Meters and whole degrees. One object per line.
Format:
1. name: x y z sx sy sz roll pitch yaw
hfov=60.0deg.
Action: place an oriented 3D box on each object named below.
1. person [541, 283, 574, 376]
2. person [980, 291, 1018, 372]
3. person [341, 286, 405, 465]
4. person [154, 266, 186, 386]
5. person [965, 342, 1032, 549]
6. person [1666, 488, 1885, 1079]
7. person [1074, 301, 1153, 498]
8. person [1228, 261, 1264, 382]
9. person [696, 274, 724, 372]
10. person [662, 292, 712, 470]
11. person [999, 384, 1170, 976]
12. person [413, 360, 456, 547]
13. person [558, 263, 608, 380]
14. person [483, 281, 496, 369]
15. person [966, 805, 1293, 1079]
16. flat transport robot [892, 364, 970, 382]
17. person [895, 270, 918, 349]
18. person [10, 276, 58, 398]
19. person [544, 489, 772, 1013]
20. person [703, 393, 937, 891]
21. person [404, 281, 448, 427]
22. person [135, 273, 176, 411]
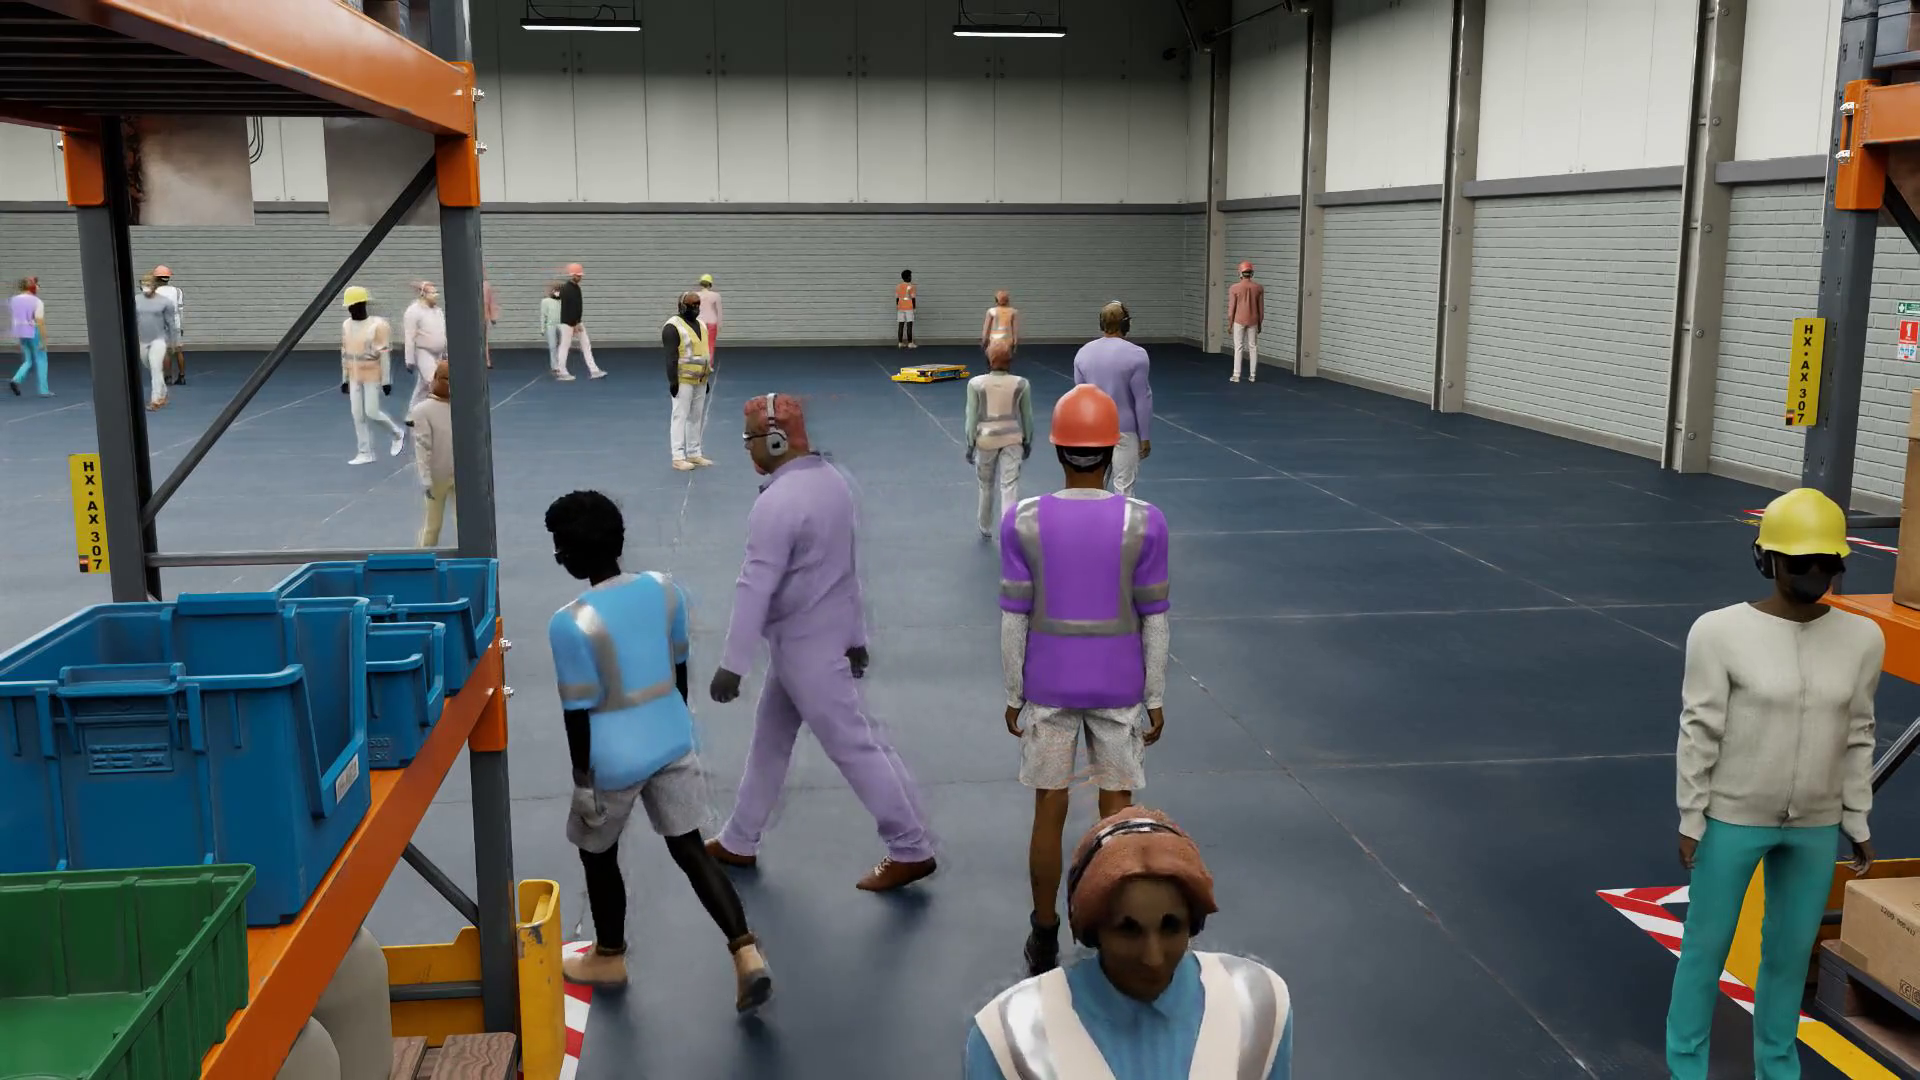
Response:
1. person: -6.957 -3.637 28.780 0.530 1.597 0.752 -3 11 -18
2. person: 0.610 -2.945 25.038 0.522 1.593 0.857 -5 11 -24
3. person: -6.280 -1.754 17.707 0.592 1.895 0.597 5 11 24
4. person: -12.832 -3.458 26.912 0.356 1.938 0.543 6 12 31
5. person: 0.301 -0.745 12.966 0.536 1.589 0.885 -1 10 -5
6. person: 2.147 0.737 4.384 0.523 1.769 0.315 0 10 -1
7. person: 1.133 -0.782 12.242 0.630 1.940 0.372 7 13 35
8. person: 4.746 -3.622 27.656 0.611 1.995 0.376 -2 10 -9
9. person: -4.483 -3.858 29.617 0.530 1.754 0.372 1 10 7
10. person: -2.808 -1.656 17.302 0.429 1.839 0.634 5 12 27
11. person: 0.400 0.467 5.384 0.545 1.942 0.354 1 10 7
12. person: -3.455 -0.425 11.246 0.501 1.592 0.863 -8 13 -38
13. person: -6.367 -3.639 27.861 0.941 1.948 0.599 3 11 15
14. person: -8.918 -4.070 30.509 0.956 1.857 0.645 7 12 33
15. person: 0.271 1.182 2.381 0.534 1.600 0.817 -2 10 -9
16. flat transport robot: -0.479 -2.814 27.952 0.652 0.197 1.431 6 12 31
17. person: -1.160 -4.981 35.923 0.530 1.696 0.322 8 13 37
18. person: -13.824 -3.000 24.711 0.584 1.825 0.581 4 11 20
19. person: -0.943 0.663 5.084 0.801 1.652 0.592 8 13 36
20. person: -0.556 0.383 6.146 1.035 1.850 0.649 2 10 9
21. person: -6.601 -2.288 20.739 1.009 1.856 0.657 3 11 17
22. person: -11.312 -2.794 23.374 0.628 1.912 0.940 -1 10 -3
